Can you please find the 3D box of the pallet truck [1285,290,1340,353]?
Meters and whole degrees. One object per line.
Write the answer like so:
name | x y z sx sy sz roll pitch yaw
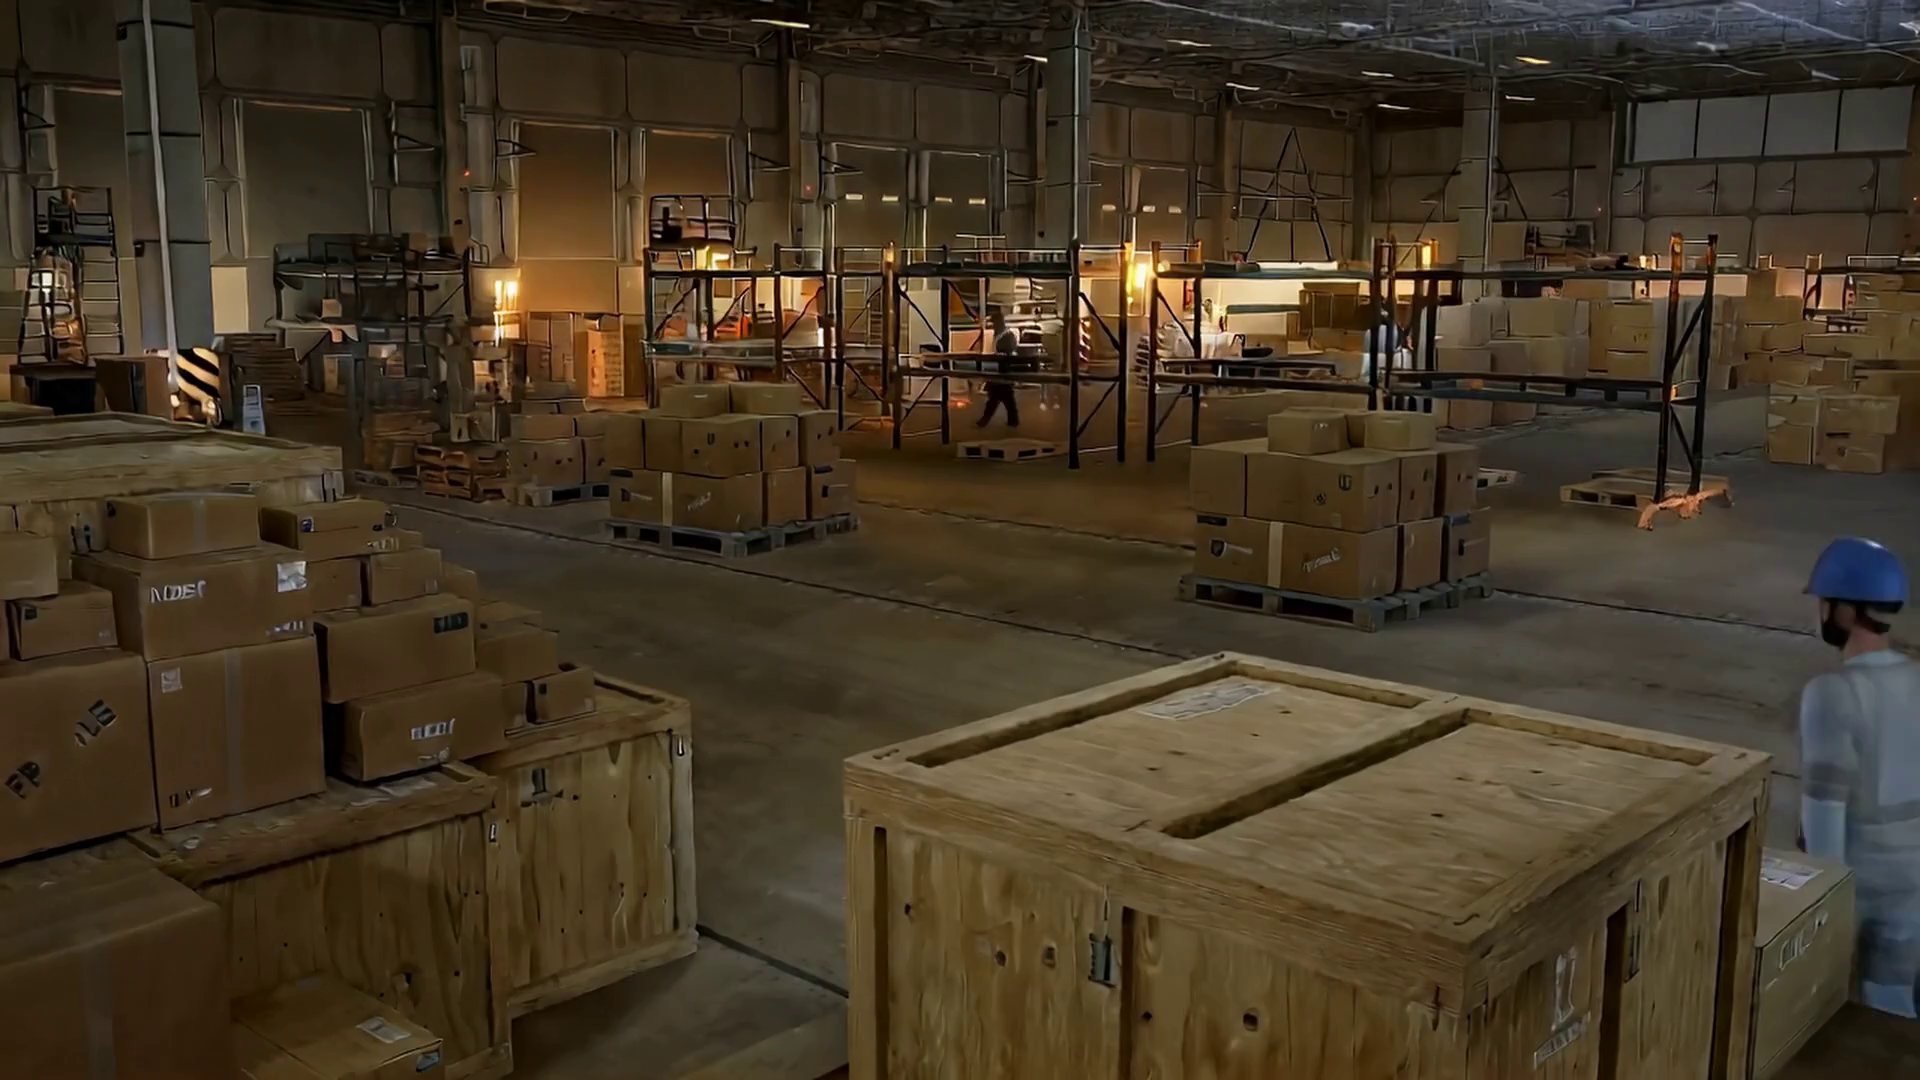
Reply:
pallet truck | 11.297 -6.951 52.861 1.885 1.965 0.823 -5 11 -29

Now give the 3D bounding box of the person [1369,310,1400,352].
person | 8.274 -3.563 32.467 0.603 1.882 0.980 4 10 23

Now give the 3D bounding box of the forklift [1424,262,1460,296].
forklift | 13.086 -6.153 45.267 1.129 2.768 1.873 5 10 26

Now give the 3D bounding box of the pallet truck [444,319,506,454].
pallet truck | -6.981 -1.942 22.150 1.885 1.965 0.823 1 9 9

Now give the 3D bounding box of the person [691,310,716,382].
person | -4.749 -3.255 30.471 0.607 1.916 0.643 -8 12 -41

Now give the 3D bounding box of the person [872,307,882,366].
person | -2.189 -5.398 44.471 0.321 1.632 0.523 -1 9 -7

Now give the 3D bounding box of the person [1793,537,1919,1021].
person | 2.517 0.927 4.873 0.574 1.886 0.971 -5 10 -26

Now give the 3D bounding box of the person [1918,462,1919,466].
person | 12.296 -1.686 20.845 0.514 1.918 0.630 -2 10 -15

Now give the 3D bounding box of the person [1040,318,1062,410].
person | 1.738 -3.325 31.442 0.487 1.736 0.320 -5 11 -29

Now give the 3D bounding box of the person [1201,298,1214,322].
person | 6.139 -5.053 41.409 0.361 1.935 0.553 3 10 21

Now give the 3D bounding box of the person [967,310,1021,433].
person | 0.560 -2.745 26.940 1.038 2.000 0.692 -3 10 -18

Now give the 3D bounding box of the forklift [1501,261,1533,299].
forklift | 12.670 -4.975 38.050 1.873 2.768 1.129 9 13 43
